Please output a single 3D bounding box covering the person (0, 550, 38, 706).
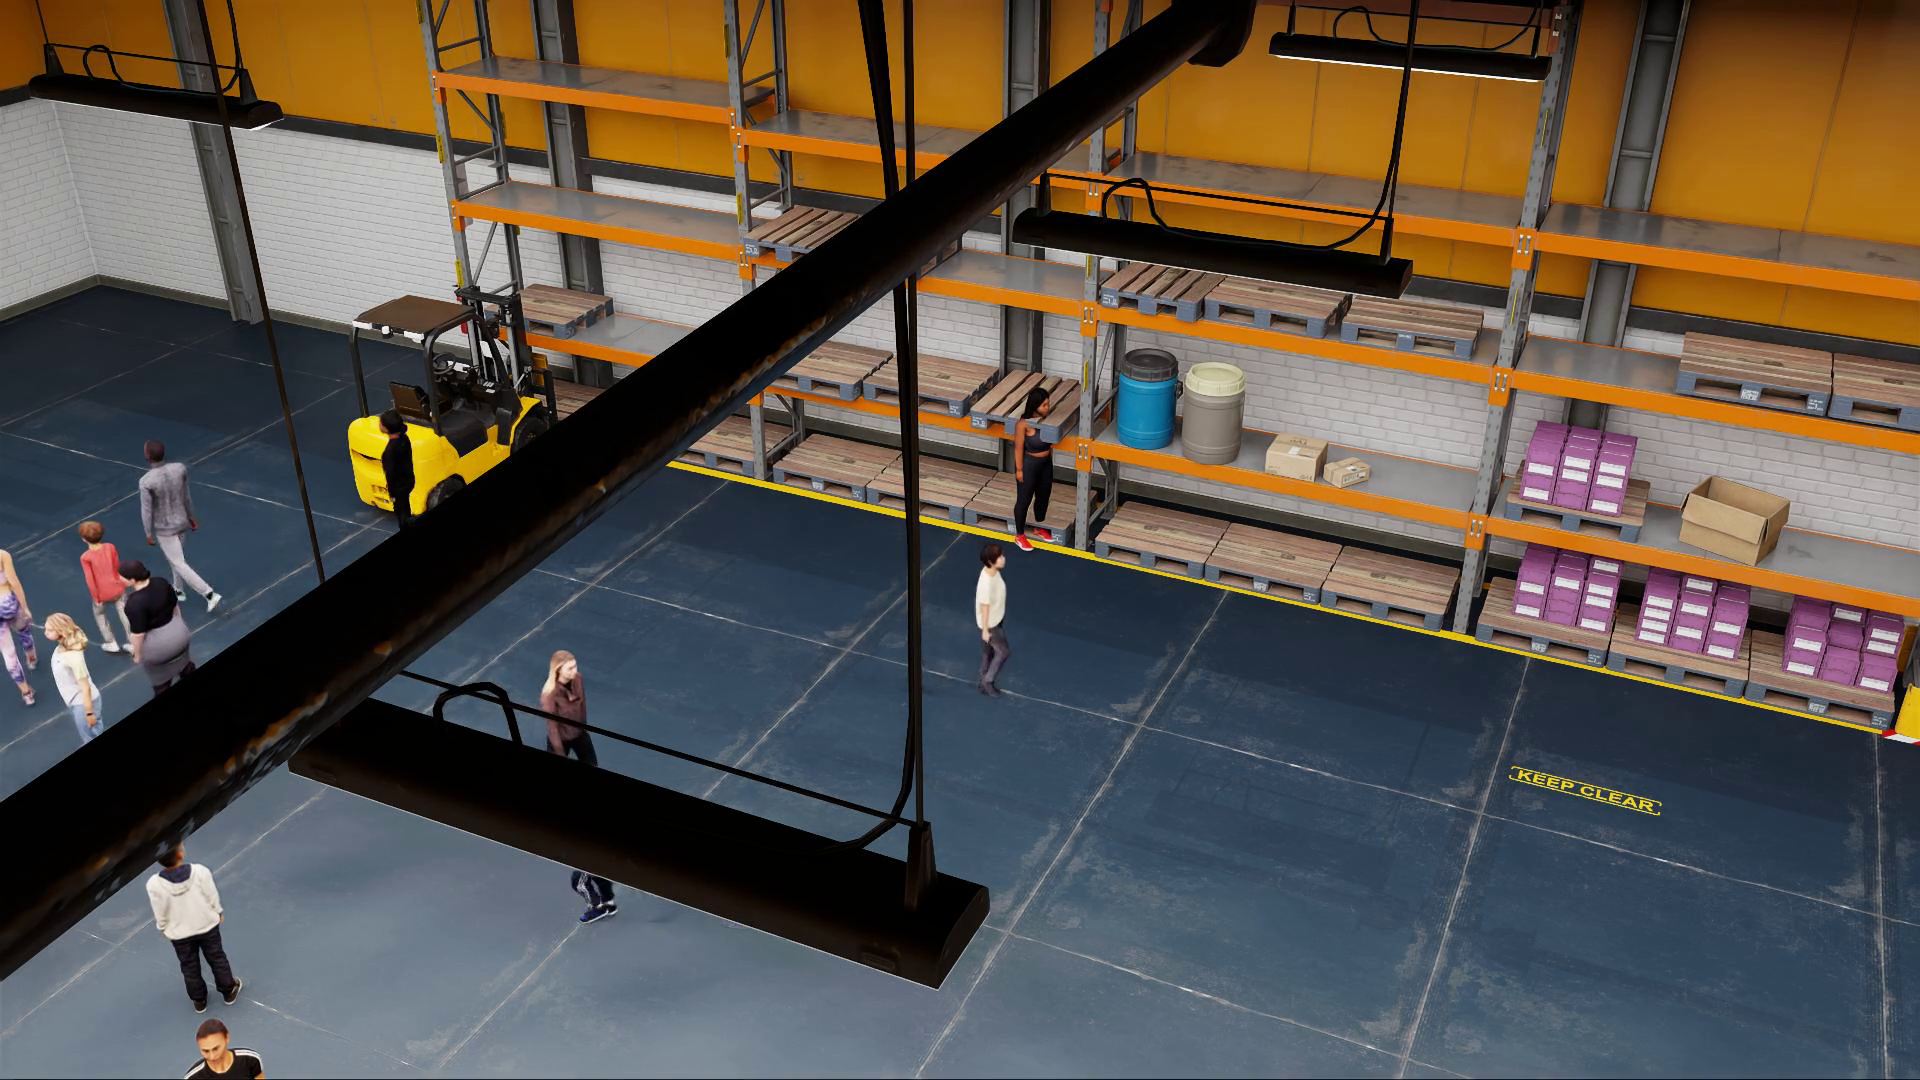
[{"bbox_3d":[-8.609,0.696,14.977,1.000,1.726,1.163,-14,32,-24],"label":"person"}]

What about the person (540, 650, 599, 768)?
[{"bbox_3d":[-3.218,1.598,13.382,1.005,1.670,0.732,19,34,31],"label":"person"}]

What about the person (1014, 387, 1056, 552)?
[{"bbox_3d":[0.784,-0.785,17.599,0.758,1.816,0.767,-21,35,-33],"label":"person"}]

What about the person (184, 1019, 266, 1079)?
[{"bbox_3d":[-4.300,3.492,9.912,0.652,1.669,0.685,-14,31,-24],"label":"person"}]

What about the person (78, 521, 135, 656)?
[{"bbox_3d":[-8.001,0.486,15.700,0.678,1.402,0.592,22,35,34],"label":"person"}]

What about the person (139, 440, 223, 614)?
[{"bbox_3d":[-7.697,-0.104,16.355,1.095,1.812,0.697,12,31,21],"label":"person"}]

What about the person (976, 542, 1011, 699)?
[{"bbox_3d":[0.214,0.733,15.064,0.637,1.578,0.663,5,29,8],"label":"person"}]

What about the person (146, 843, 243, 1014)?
[{"bbox_3d":[-5.365,2.686,11.617,0.653,1.451,0.709,-10,30,-18],"label":"person"}]

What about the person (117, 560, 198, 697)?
[{"bbox_3d":[-6.948,0.948,14.517,0.693,1.726,0.796,14,32,24],"label":"person"}]

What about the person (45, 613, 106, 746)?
[{"bbox_3d":[-7.252,1.341,13.803,0.766,1.718,0.642,-19,34,-31],"label":"person"}]
